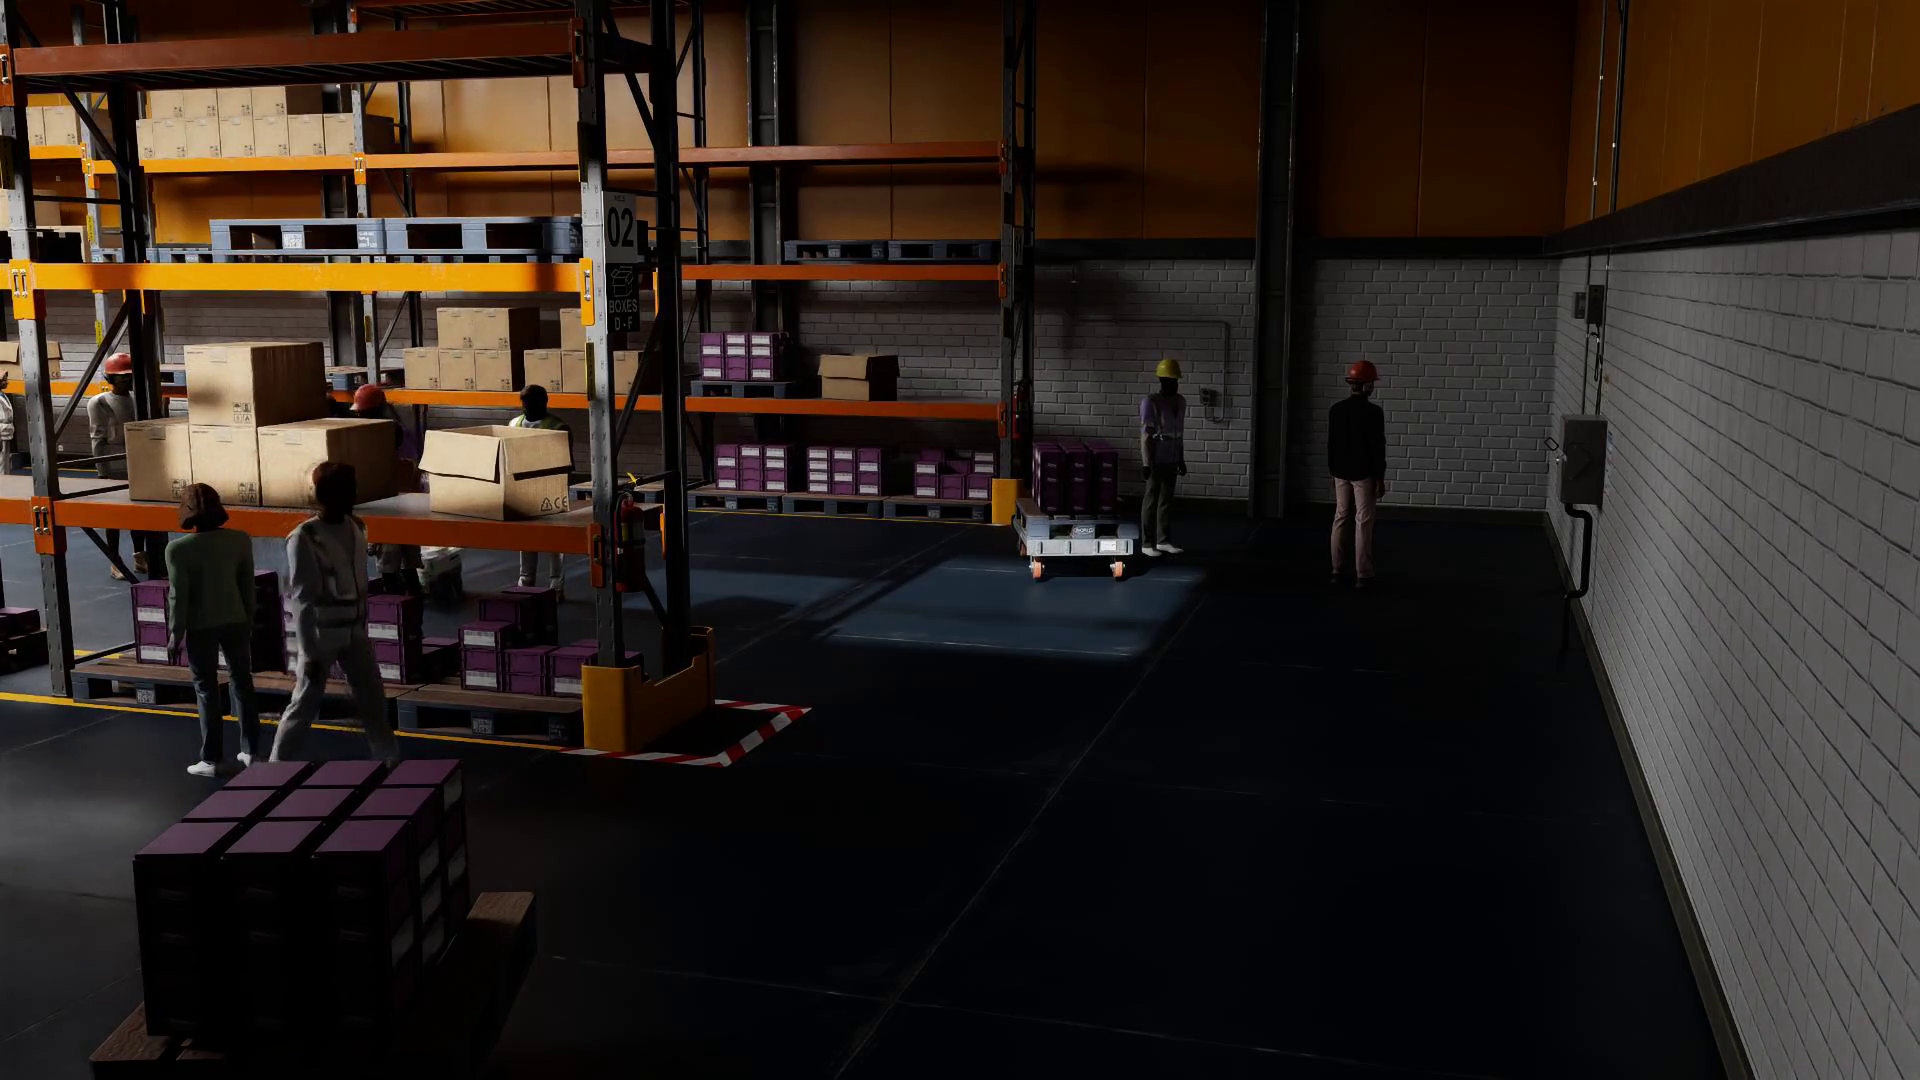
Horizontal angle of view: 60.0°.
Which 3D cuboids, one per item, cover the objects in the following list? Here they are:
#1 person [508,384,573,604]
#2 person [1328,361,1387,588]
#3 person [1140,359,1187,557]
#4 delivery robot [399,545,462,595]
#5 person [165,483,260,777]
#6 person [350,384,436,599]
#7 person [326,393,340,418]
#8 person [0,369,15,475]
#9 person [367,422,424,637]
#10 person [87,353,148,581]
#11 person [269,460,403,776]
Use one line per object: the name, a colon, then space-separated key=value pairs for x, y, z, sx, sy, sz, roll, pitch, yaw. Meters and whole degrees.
person: x=-3.538 y=-0.379 z=13.888 sx=0.627 sy=1.846 sz=0.429 roll=3 pitch=10 yaw=19
person: x=3.504 y=-0.577 z=14.636 sx=0.377 sy=1.995 sz=0.608 roll=-7 pitch=12 yaw=-36
person: x=2.002 y=-0.804 z=16.220 sx=0.589 sy=1.927 sz=0.388 roll=-8 pitch=12 yaw=-41
delivery robot: x=-4.472 y=0.196 z=14.017 sx=0.477 sy=0.478 sz=0.707 roll=1 pitch=9 yaw=3
person: x=-4.134 y=0.493 z=9.211 sx=0.279 sy=1.633 sz=0.499 roll=7 pitch=12 yaw=37
person: x=-4.637 y=-0.361 z=13.721 sx=0.564 sy=1.887 sz=0.847 roll=6 pitch=11 yaw=34
person: x=-5.927 y=-0.574 z=15.700 sx=0.309 sy=1.640 sz=0.512 roll=4 pitch=10 yaw=25
person: x=-11.191 y=-1.176 z=19.402 sx=0.317 sy=1.631 sz=0.511 roll=-3 pitch=10 yaw=-19
person: x=-4.174 y=-0.039 z=12.262 sx=0.319 sy=1.697 sz=0.532 roll=3 pitch=10 yaw=18
person: x=-7.522 y=-0.666 z=15.029 sx=0.371 sy=2.044 sz=0.608 roll=4 pitch=10 yaw=25
person: x=-3.248 y=0.498 z=8.591 sx=1.002 sy=1.834 sz=0.602 roll=3 pitch=10 yaw=19
